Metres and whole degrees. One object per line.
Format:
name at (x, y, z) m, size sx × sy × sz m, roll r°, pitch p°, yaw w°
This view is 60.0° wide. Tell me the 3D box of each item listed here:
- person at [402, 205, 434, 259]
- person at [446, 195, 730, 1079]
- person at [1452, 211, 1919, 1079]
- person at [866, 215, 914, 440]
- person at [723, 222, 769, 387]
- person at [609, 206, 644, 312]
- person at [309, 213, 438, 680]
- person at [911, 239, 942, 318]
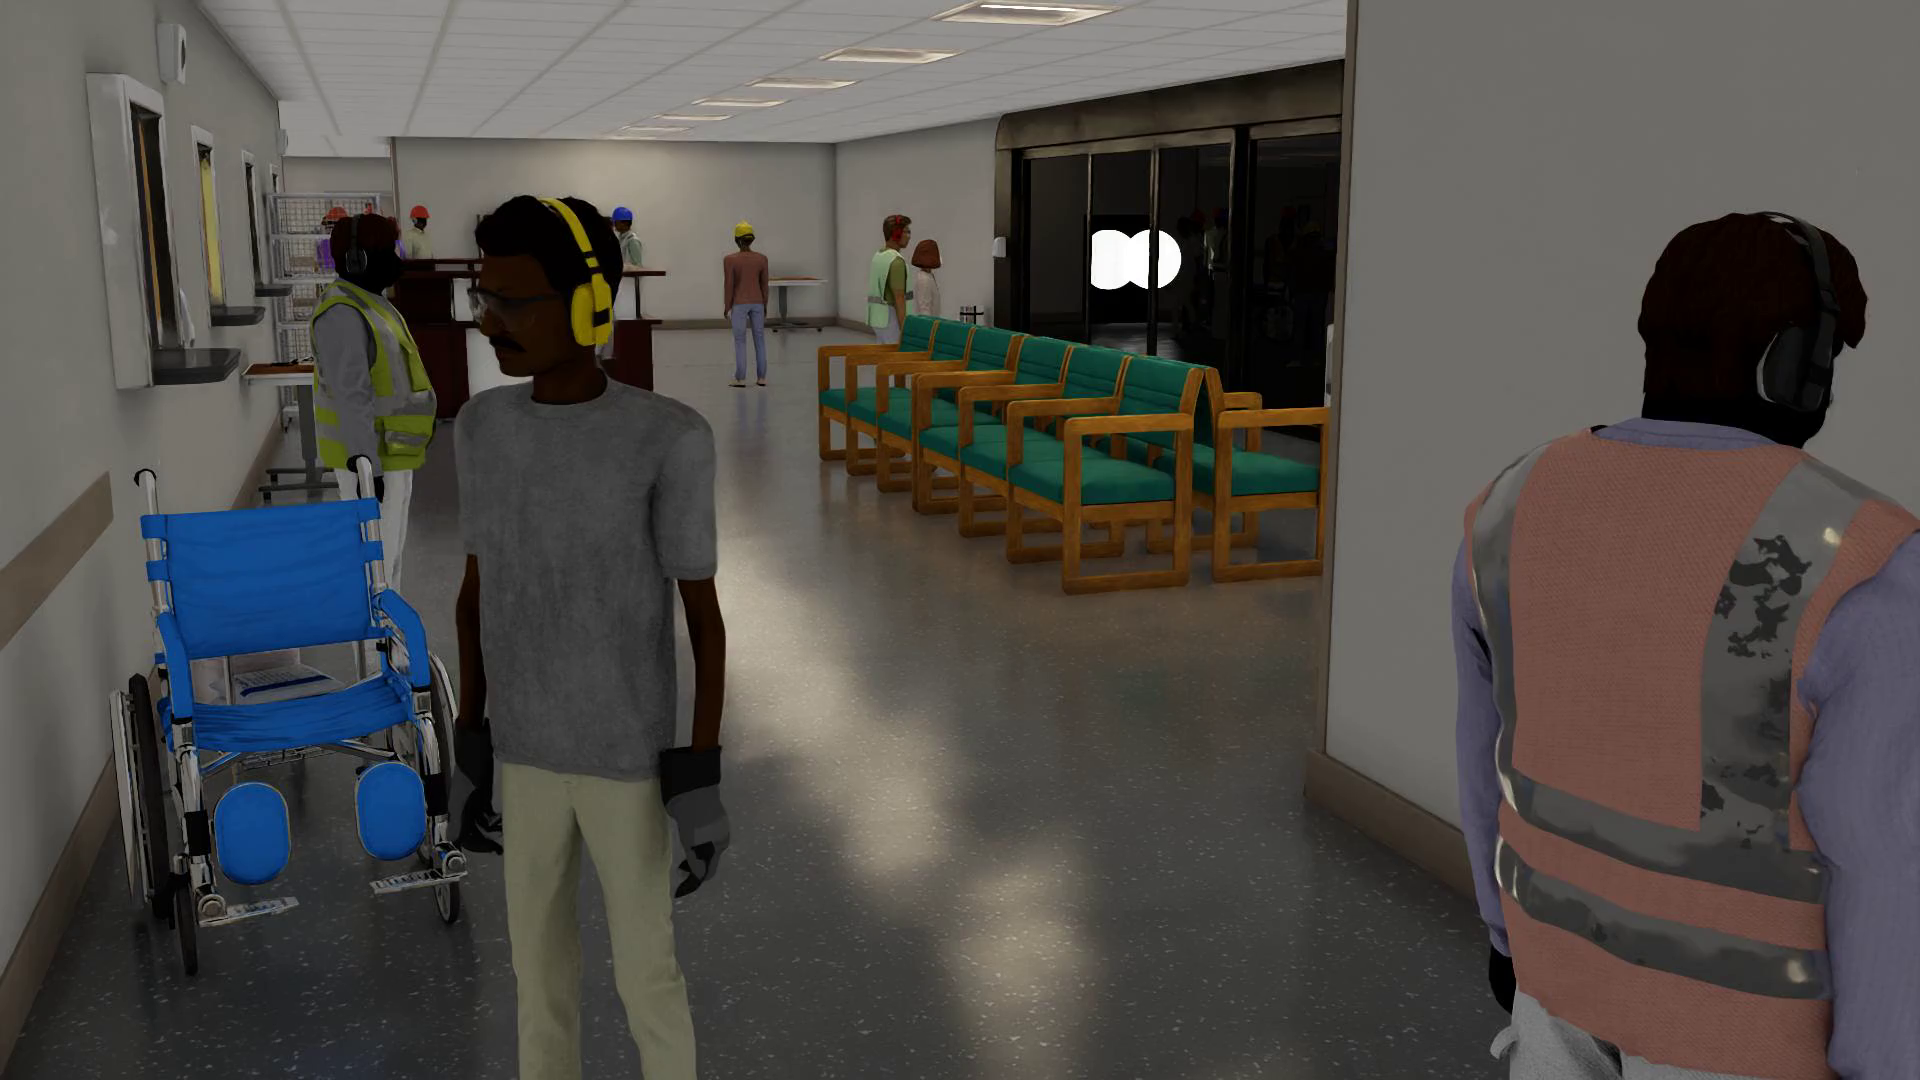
person at (-7.866, -3.876, 24.289) m, size 0.421 × 1.987 × 0.622 m, roll 4°, pitch 12°, yaw 18°
person at (-0.626, 0.380, 2.758) m, size 0.521 × 1.864 × 0.334 m, roll 4°, pitch 12°, yaw 21°
person at (0.873, 0.541, 1.999) m, size 0.429 × 1.838 × 0.621 m, roll -6°, pitch 13°, yaw -28°
person at (-0.561, -1.704, 13.497) m, size 0.374 × 1.841 × 0.575 m, roll -4°, pitch 12°, yaw -20°
person at (-2.307, -2.532, 17.938) m, size 0.527 × 1.772 × 0.306 m, roll -7°, pitch 13°, yaw -32°
person at (-4.136, -3.162, 20.704) m, size 0.406 × 1.947 × 0.607 m, roll -6°, pitch 13°, yaw -29°
person at (-2.200, -0.303, 6.314) m, size 0.429 × 1.844 × 0.627 m, roll -2°, pitch 11°, yaw -10°
person at (-0.274, -1.739, 14.212) m, size 0.280 × 1.636 × 0.502 m, roll 0°, pitch 11°, yaw -1°
